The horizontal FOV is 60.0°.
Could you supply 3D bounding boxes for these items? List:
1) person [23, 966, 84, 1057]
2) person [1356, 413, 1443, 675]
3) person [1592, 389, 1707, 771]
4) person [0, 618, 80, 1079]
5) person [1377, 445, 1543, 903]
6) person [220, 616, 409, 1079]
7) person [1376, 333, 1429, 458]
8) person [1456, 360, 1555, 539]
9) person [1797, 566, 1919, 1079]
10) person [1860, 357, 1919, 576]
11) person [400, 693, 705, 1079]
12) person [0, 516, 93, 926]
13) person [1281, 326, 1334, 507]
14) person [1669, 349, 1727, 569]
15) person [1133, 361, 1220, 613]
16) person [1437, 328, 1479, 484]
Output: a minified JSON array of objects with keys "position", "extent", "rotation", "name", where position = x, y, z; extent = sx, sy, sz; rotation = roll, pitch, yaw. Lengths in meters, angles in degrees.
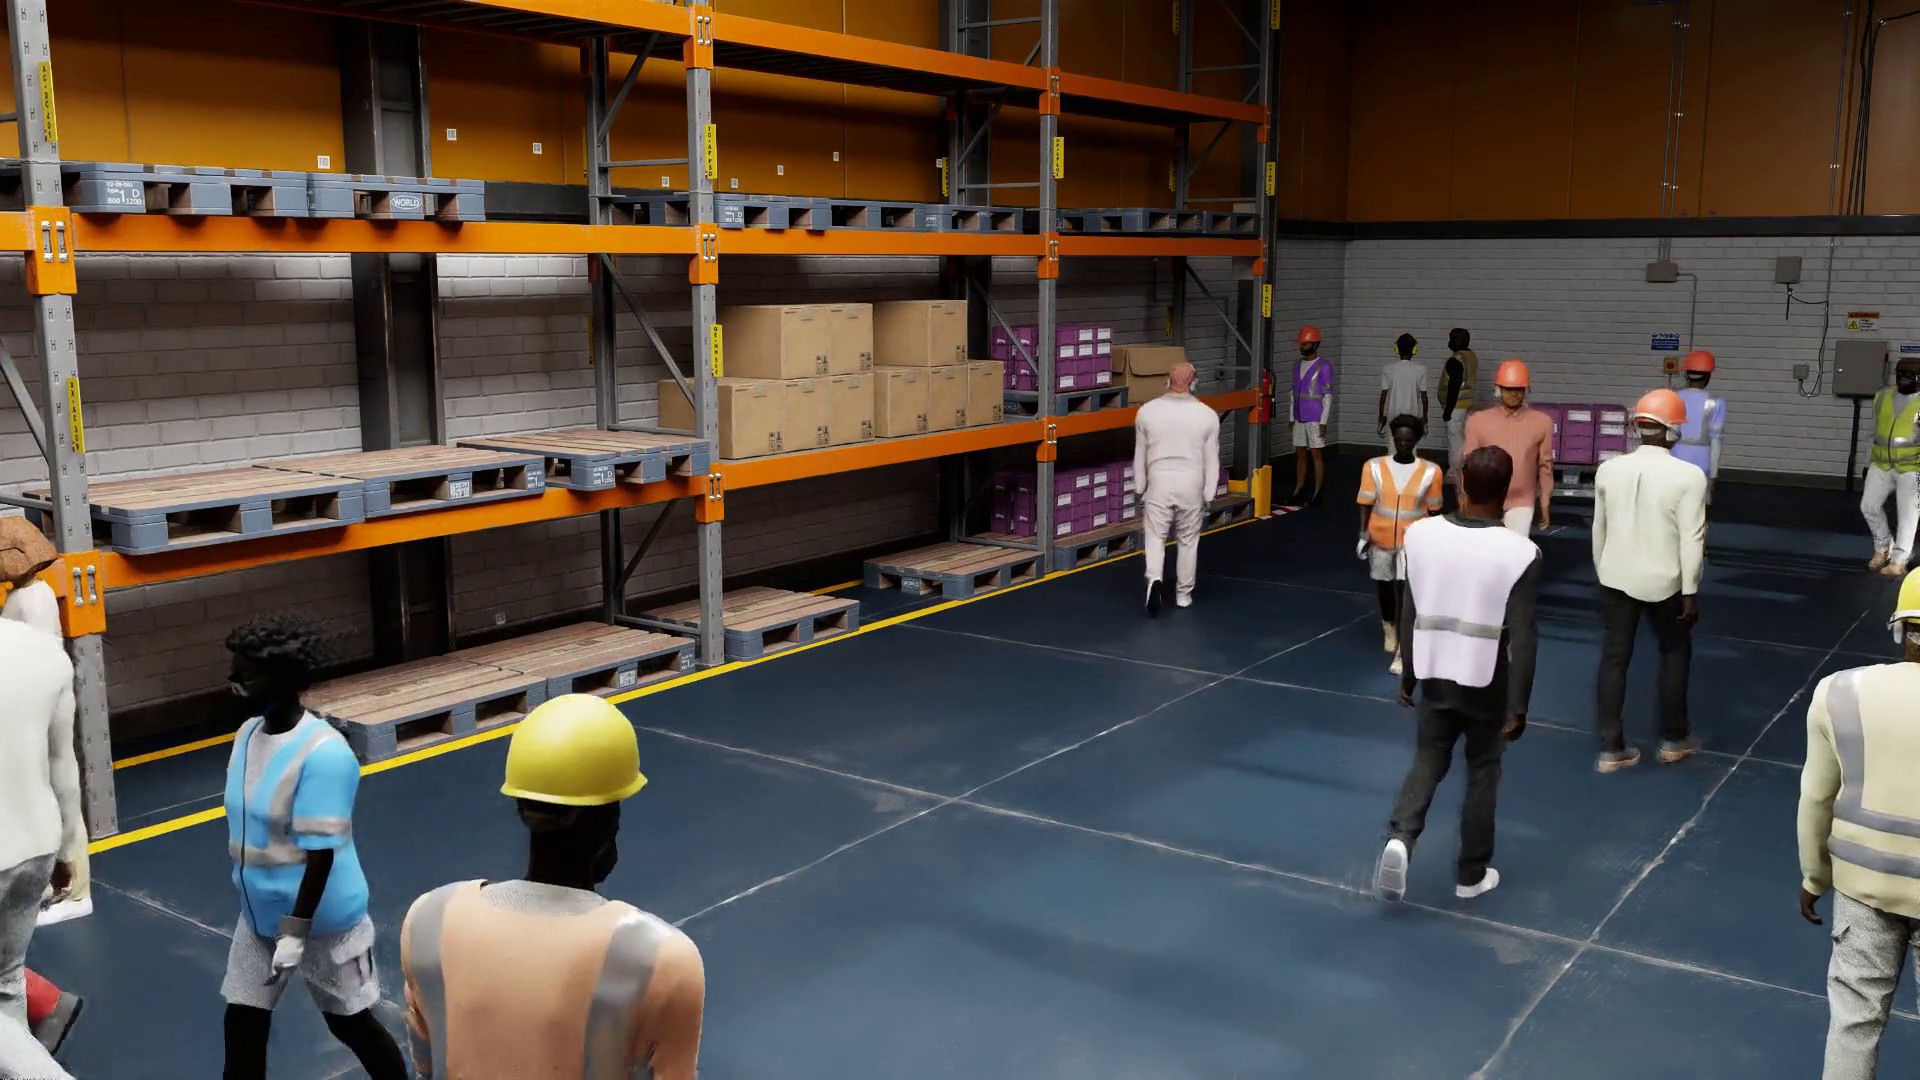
[{"position":[-3.131,0.890,5.206],"extent":[0.433,1.743,0.549],"rotation":[-6,11,-30],"name":"person"},{"position":[2.862,-0.012,10.854],"extent":[0.531,1.659,0.869],"rotation":[4,10,21],"name":"person"},{"position":[3.628,0.199,8.660],"extent":[0.836,1.964,0.654],"rotation":[-8,12,-39],"name":"person"},{"position":[-2.648,0.914,4.606],"extent":[0.698,1.907,0.653],"rotation":[4,10,21],"name":"person"},{"position":[2.007,0.565,6.697],"extent":[0.615,1.900,0.680],"rotation":[9,13,42],"name":"person"},{"position":[-1.862,1.029,4.603],"extent":[0.540,1.660,0.764],"rotation":[7,12,36],"name":"person"},{"position":[4.678,-1.242,17.574],"extent":[0.539,1.859,0.313],"rotation":[3,10,16],"name":"person"},{"position":[3.817,-0.295,11.673],"extent":[0.643,1.957,1.017],"rotation":[3,10,18],"name":"person"},{"position":[2.637,0.950,4.596],"extent":[0.592,1.834,0.404],"rotation":[8,12,38],"name":"person"},{"position":[7.848,-0.609,13.878],"extent":[0.448,1.832,0.651],"rotation":[-6,11,-33],"name":"person"},{"position":[-0.715,1.199,2.991],"extent":[0.607,1.878,0.984],"rotation":[2,10,12],"name":"person"},{"position":[-3.683,0.711,6.635],"extent":[0.272,1.627,0.502],"rotation":[-7,12,-34],"name":"person"},{"position":[3.716,-1.317,17.782],"extent":[0.368,1.939,0.542],"rotation":[-6,11,-32],"name":"person"},{"position":[6.063,-0.637,13.867],"extent":[0.553,1.901,0.949],"rotation":[9,13,43],"name":"person"},{"position":[1.602,-0.381,12.350],"extent":[0.652,1.888,0.725],"rotation":[2,10,11],"name":"person"},{"position":[5.848,-1.576,19.619],"extent":[0.429,1.844,0.626],"rotation":[6,11,34],"name":"person"}]
